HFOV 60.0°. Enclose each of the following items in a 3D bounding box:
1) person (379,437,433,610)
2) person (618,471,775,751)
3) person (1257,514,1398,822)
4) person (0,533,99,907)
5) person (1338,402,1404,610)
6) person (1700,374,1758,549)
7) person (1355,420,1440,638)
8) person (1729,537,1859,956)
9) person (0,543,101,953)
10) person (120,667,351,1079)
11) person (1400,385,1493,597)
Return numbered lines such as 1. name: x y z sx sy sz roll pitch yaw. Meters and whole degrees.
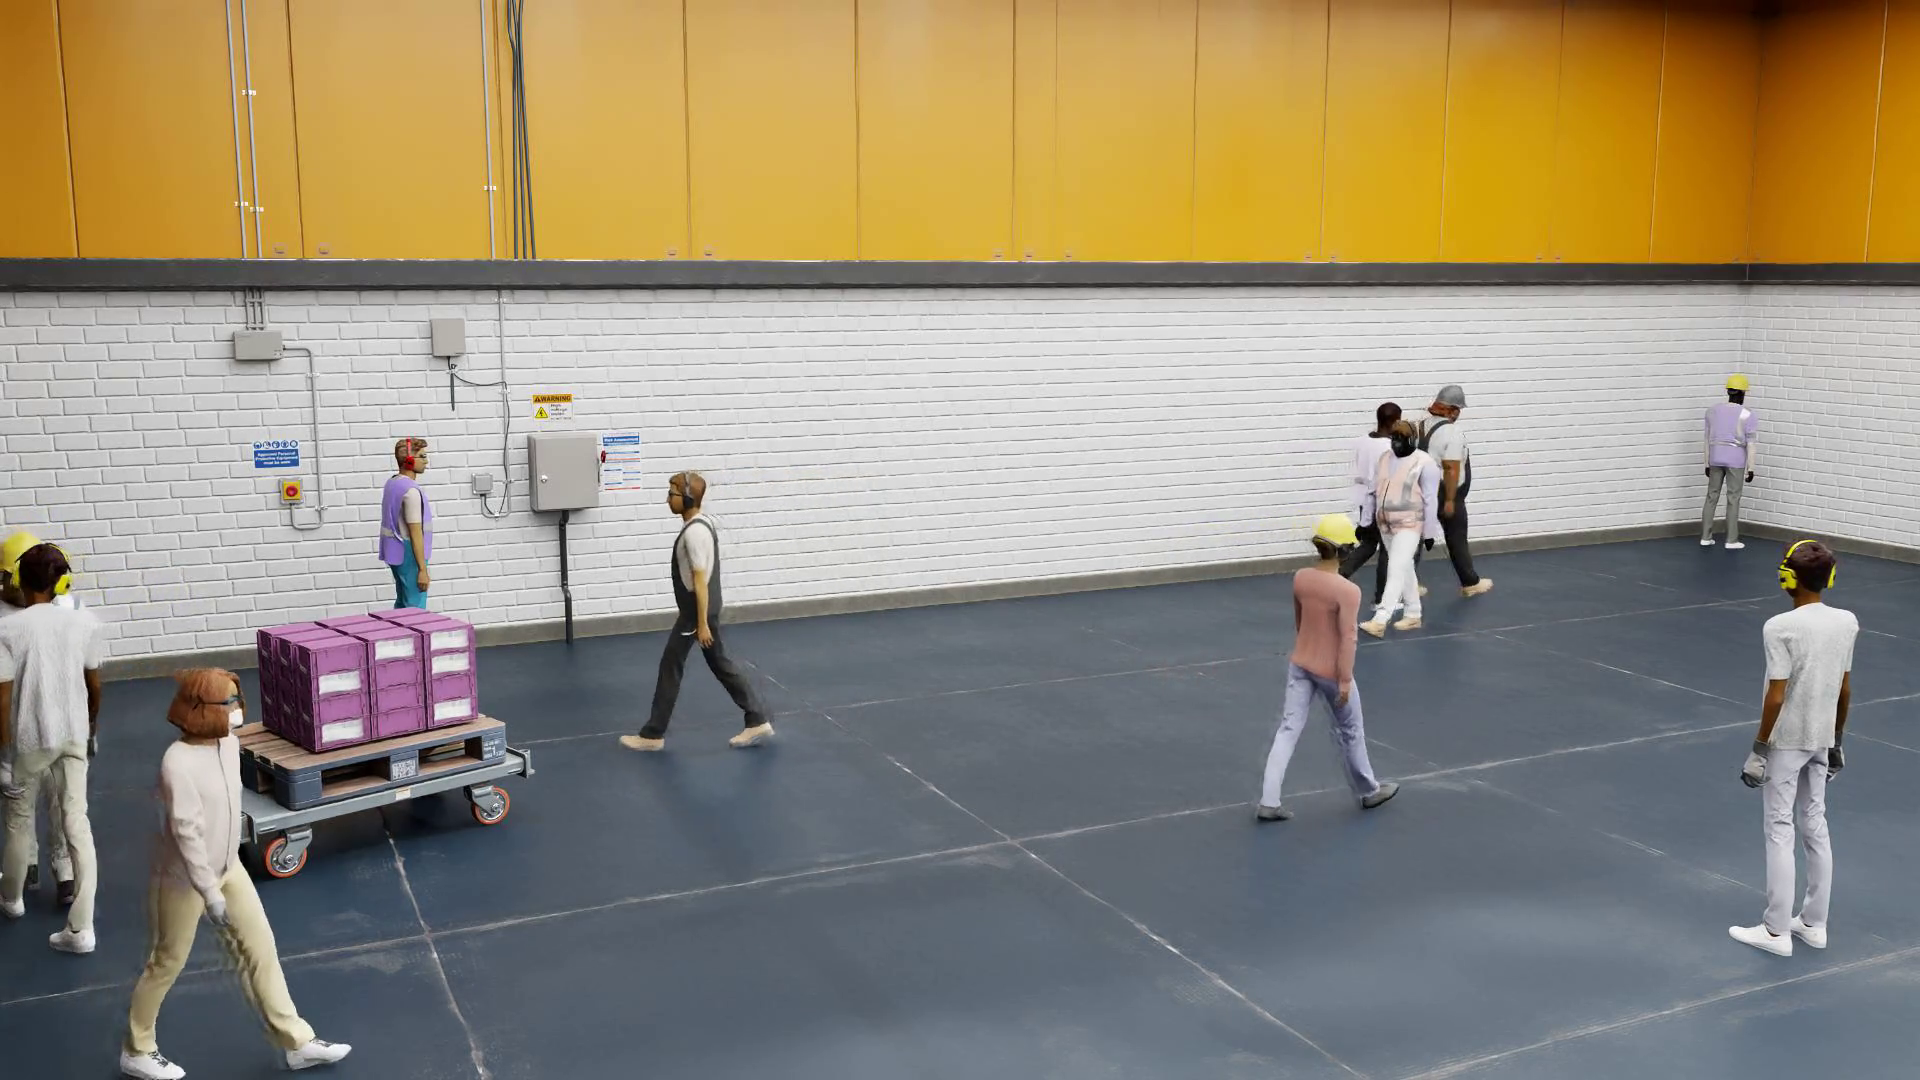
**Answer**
1. person: -4.007 0.177 12.076 0.372 1.843 0.570 -6 11 -33
2. person: -1.651 0.453 10.511 0.980 1.801 0.519 0 9 -1
3. person: 2.034 0.704 9.210 0.950 1.713 0.532 -6 11 -34
4. person: -4.446 0.870 7.939 0.630 1.787 0.857 -6 11 -32
5. person: 3.658 -0.286 14.800 0.693 1.892 0.608 -4 10 -22
6. person: 8.463 -0.857 18.288 0.402 1.918 0.580 -8 12 -40
7. person: 3.595 -0.096 13.887 0.915 1.798 0.645 -5 11 -29
8. person: 3.720 0.921 7.417 0.538 1.859 0.312 -3 10 -21
9. person: -4.187 0.919 7.567 0.977 1.810 0.527 8 12 39
10. person: -2.787 1.255 6.183 0.848 1.587 0.505 1 9 7
11. person: 4.555 -0.472 15.495 0.970 2.000 0.704 -4 10 -22
